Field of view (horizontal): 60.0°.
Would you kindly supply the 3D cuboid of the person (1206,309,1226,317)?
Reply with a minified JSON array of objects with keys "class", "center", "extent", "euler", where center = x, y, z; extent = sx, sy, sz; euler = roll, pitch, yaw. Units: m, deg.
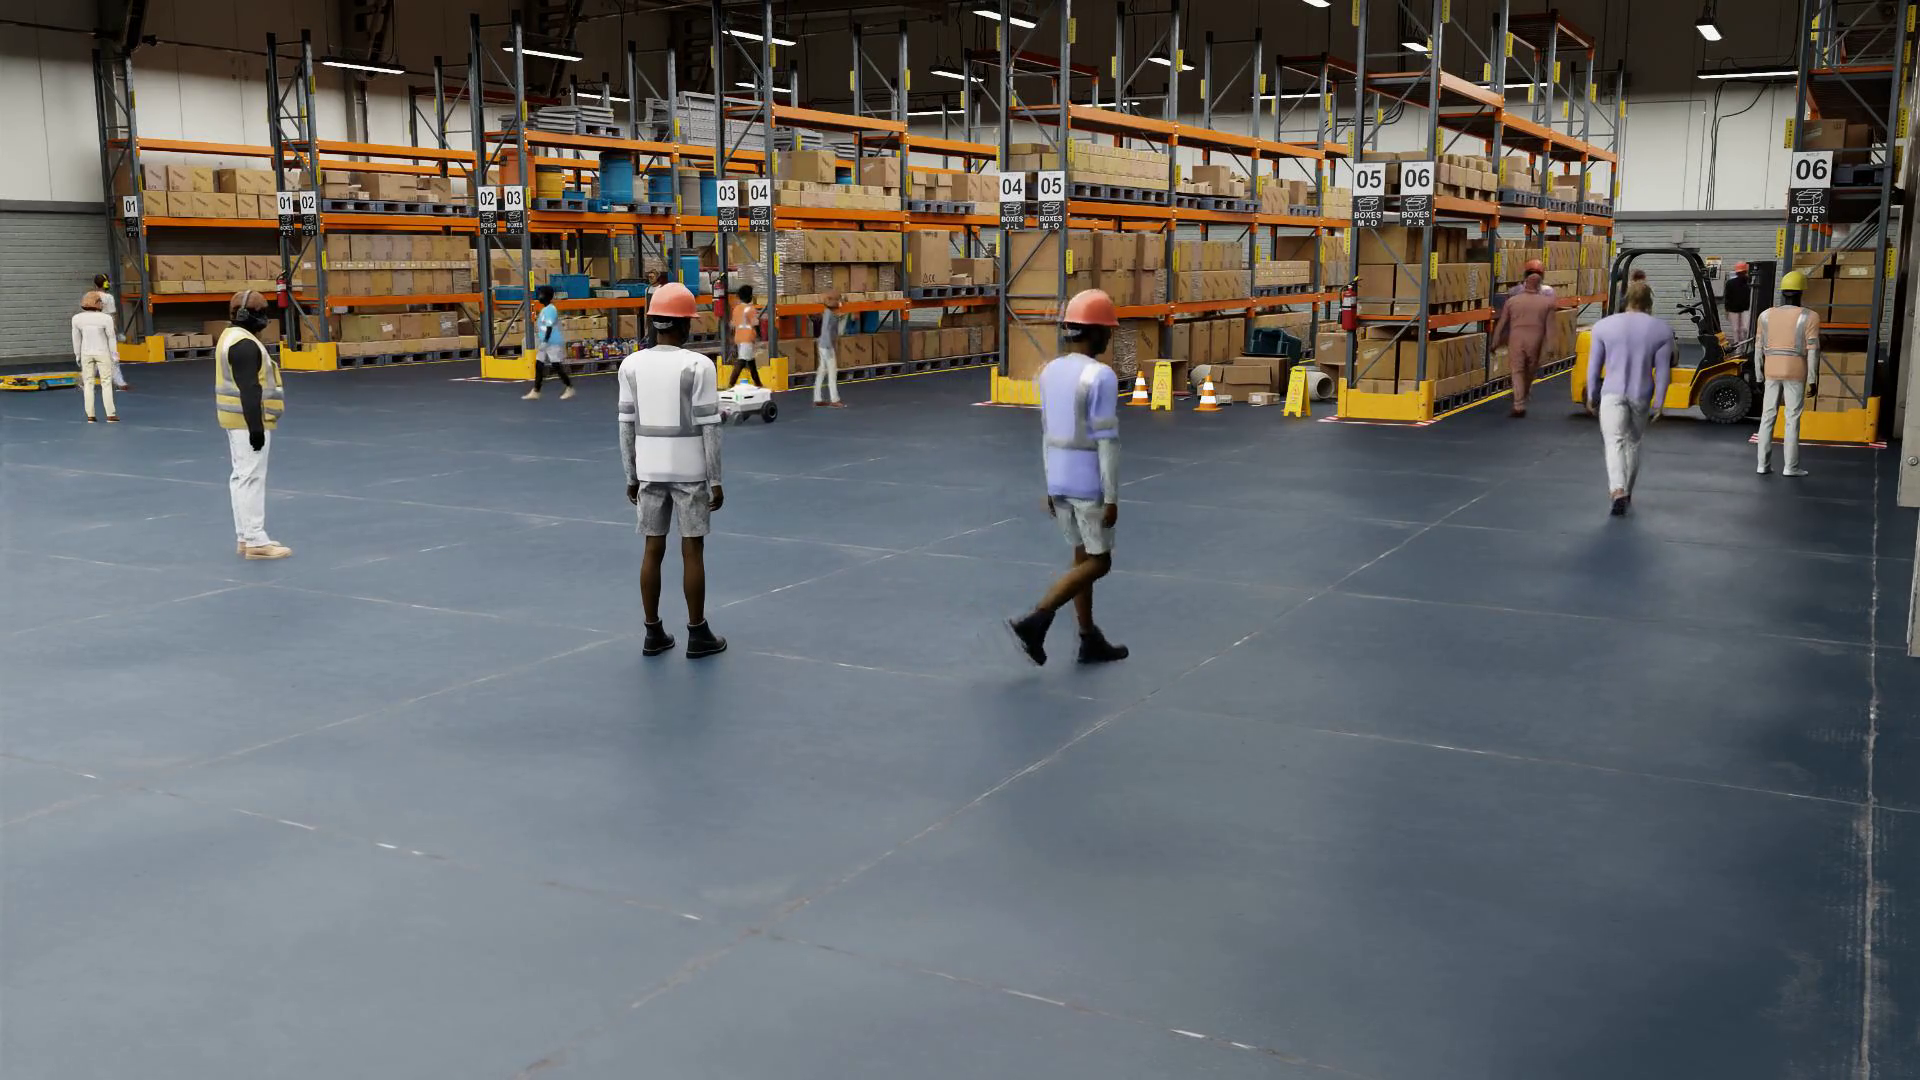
[{"class":"person","center":[5.690,-5.298,37.256],"extent":[0.887,2.000,0.696],"euler":[-4,11,-24]}]

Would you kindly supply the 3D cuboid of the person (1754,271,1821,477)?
[{"class":"person","center":[7.794,-1.558,15.680],"extent":[0.355,1.930,0.593],"euler":[-8,12,-39]}]

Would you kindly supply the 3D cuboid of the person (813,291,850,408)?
[{"class":"person","center":[-1.786,-2.619,22.878],"extent":[0.543,1.599,0.505],"euler":[0,10,-1]}]

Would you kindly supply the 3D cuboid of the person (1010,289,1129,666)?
[{"class":"person","center":[0.557,-0.284,8.286],"extent":[0.691,1.917,0.547],"euler":[-6,11,-32]}]

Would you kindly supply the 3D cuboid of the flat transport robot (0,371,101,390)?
[{"class":"flat transport robot","center":[-14.297,-2.505,26.080],"extent":[0.652,0.197,1.431],"euler":[5,11,25]}]

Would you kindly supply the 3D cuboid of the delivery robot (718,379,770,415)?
[{"class":"delivery robot","center":[-2.669,-1.756,20.589],"extent":[0.477,0.478,0.707],"euler":[6,11,31]}]

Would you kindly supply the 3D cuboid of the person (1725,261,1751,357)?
[{"class":"person","center":[15.790,-4.643,33.646],"extent":[0.616,1.957,0.730],"euler":[6,11,31]}]

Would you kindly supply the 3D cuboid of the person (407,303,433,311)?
[{"class":"person","center":[-11.189,-4.693,34.401],"extent":[0.733,1.811,0.502],"euler":[5,11,25]}]

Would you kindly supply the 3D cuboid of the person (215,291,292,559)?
[{"class":"person","center":[-4.881,-0.790,11.470],"extent":[0.430,1.838,0.624],"euler":[-6,11,-29]}]

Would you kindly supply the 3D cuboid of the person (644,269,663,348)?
[{"class":"person","center":[-5.420,-3.897,29.626],"extent":[0.513,1.845,0.340],"euler":[5,11,28]}]

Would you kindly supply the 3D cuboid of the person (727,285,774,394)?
[{"class":"person","center":[-3.139,-2.927,24.500],"extent":[0.873,1.651,0.530],"euler":[-7,12,-34]}]

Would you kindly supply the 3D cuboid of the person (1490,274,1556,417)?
[{"class":"person","center":[7.319,-2.527,21.635],"extent":[0.751,1.842,1.016],"euler":[2,10,12]}]

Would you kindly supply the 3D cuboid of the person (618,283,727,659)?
[{"class":"person","center":[-1.473,-0.354,8.615],"extent":[0.552,1.935,0.369],"euler":[3,10,16]}]

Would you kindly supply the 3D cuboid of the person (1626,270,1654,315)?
[{"class":"person","center":[13.290,-4.399,32.665],"extent":[0.585,1.816,0.796],"euler":[5,11,29]}]

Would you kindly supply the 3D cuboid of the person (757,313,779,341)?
[{"class":"person","center":[-3.669,-4.142,31.347],"extent":[0.548,1.734,0.750],"euler":[4,11,23]}]

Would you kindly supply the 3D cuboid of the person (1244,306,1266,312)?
[{"class":"person","center":[6.567,-5.236,37.186],"extent":[0.855,1.931,0.648],"euler":[-5,11,-27]}]

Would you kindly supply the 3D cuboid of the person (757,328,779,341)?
[{"class":"person","center":[-4.617,-5.823,40.443],"extent":[0.615,2.012,0.935],"euler":[4,11,24]}]

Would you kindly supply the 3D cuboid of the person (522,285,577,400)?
[{"class":"person","center":[-5.919,-2.838,23.944],"extent":[0.744,1.666,0.532],"euler":[-6,11,-29]}]

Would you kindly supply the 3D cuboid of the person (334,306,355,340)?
[{"class":"person","center":[-12.140,-4.450,32.717],"extent":[0.598,1.896,0.734],"euler":[6,11,31]}]

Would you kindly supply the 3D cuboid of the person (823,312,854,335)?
[{"class":"person","center":[-2.372,-4.369,32.572],"extent":[0.606,1.797,0.855],"euler":[2,10,9]}]

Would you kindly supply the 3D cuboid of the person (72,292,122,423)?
[{"class":"person","center":[-10.786,-2.279,20.772],"extent":[0.507,1.632,0.264],"euler":[-1,10,-6]}]

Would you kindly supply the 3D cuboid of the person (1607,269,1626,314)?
[{"class":"person","center":[13.966,-4.834,35.200],"extent":[0.675,1.817,0.633],"euler":[6,11,32]}]

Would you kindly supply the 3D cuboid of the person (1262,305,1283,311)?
[{"class":"person","center":[6.813,-5.033,36.340],"extent":[0.533,1.833,0.951],"euler":[6,11,31]}]

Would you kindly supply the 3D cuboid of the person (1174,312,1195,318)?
[{"class":"person","center":[4.812,-4.915,35.391],"extent":[0.836,1.919,0.631],"euler":[-9,13,-43]}]

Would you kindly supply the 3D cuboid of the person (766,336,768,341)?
[{"class":"person","center":[-4.446,-5.231,37.230],"extent":[0.542,1.923,0.474],"euler":[6,12,32]}]

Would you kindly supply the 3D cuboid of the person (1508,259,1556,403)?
[{"class":"person","center":[8.132,-2.960,23.618],"extent":[0.626,2.016,0.680],"euler":[5,11,29]}]

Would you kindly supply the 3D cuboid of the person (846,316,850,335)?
[{"class":"person","center":[-2.544,-4.777,34.571],"extent":[0.653,1.931,0.394],"euler":[5,11,26]}]

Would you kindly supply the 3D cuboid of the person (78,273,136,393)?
[{"class":"person","center":[-13.067,-3.148,25.318],"extent":[0.528,1.829,0.972],"euler":[6,11,31]}]

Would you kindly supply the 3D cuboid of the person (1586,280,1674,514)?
[{"class":"person","center":[5.442,-1.168,13.533],"extent":[0.626,1.894,1.012],"euler":[2,10,13]}]
